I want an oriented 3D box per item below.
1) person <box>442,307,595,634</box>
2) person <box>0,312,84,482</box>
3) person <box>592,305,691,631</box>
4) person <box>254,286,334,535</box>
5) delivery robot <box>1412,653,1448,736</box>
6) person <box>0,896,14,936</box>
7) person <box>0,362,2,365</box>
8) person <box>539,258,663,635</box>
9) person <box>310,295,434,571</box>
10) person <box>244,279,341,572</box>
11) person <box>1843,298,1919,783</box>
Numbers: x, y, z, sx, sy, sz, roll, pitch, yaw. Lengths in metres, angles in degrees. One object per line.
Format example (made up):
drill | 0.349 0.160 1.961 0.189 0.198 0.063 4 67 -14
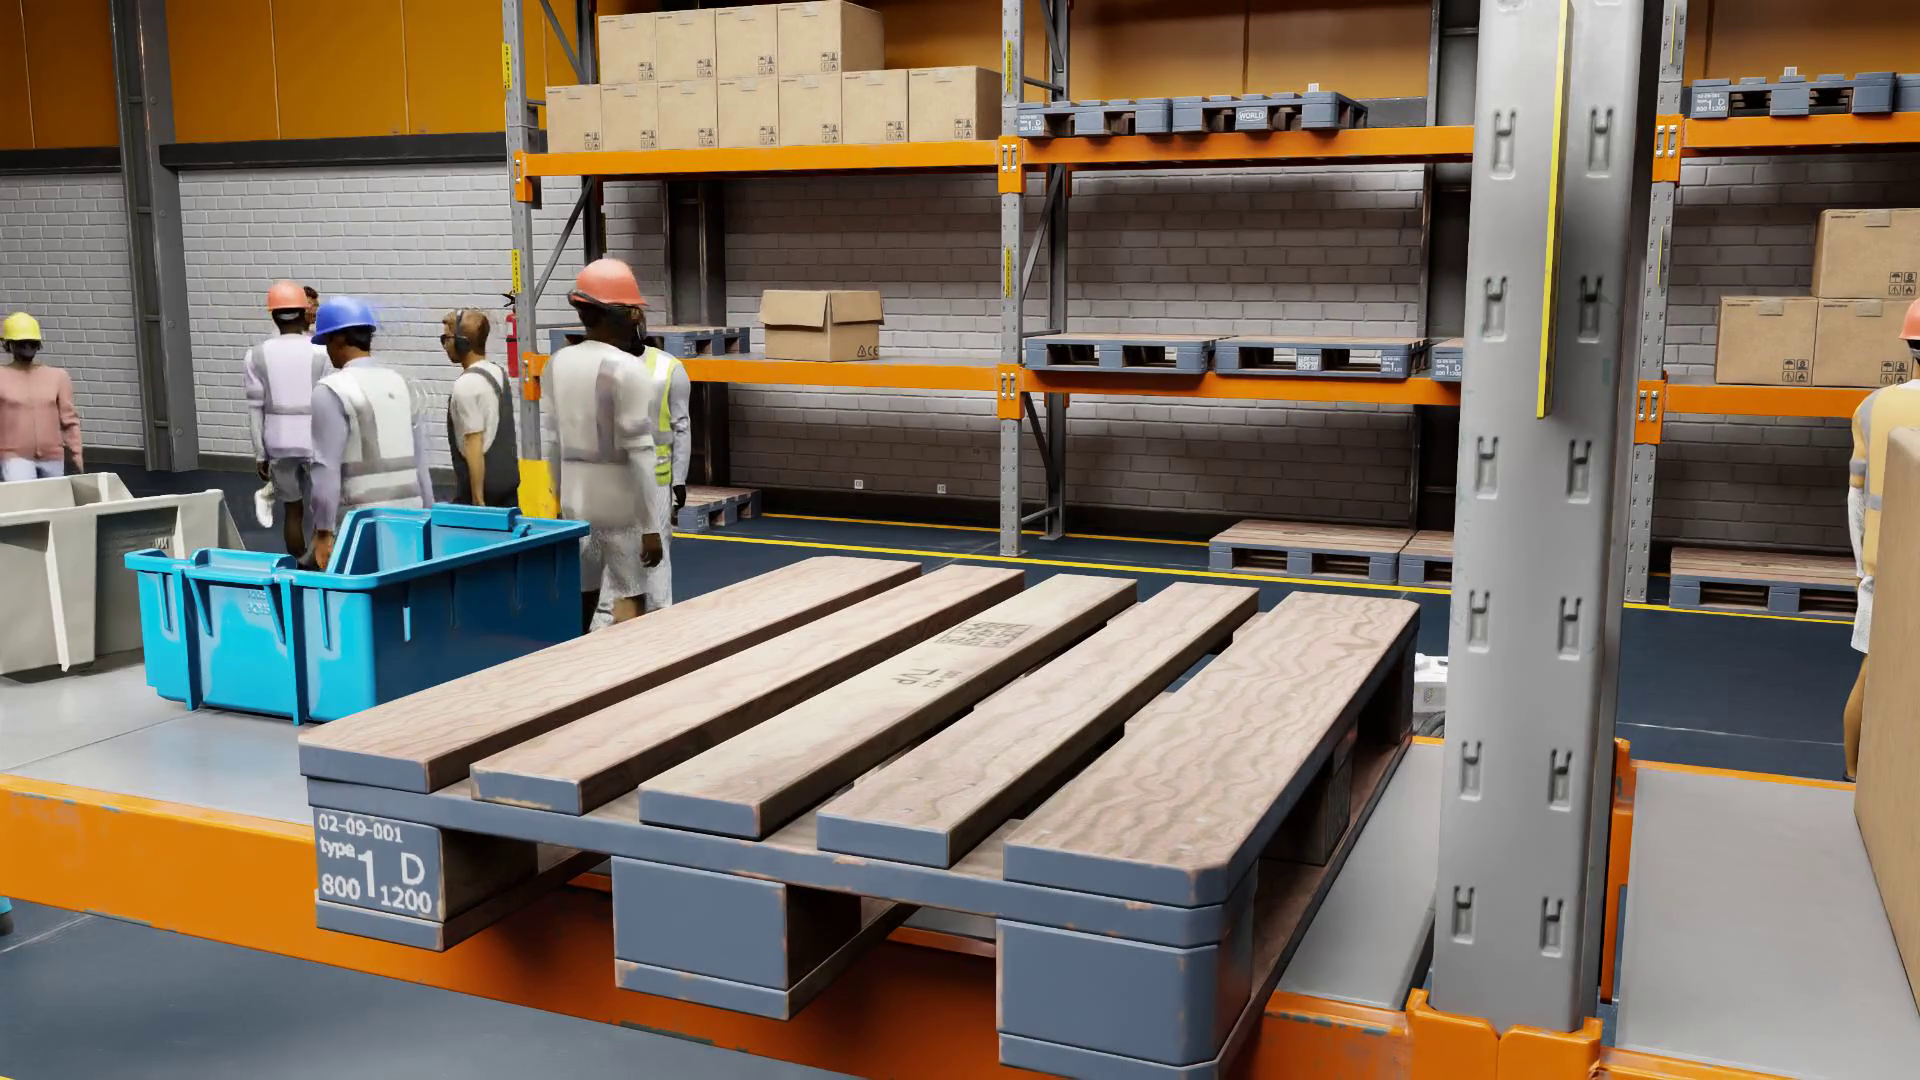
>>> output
person | -2.312 -0.258 8.327 0.930 1.815 0.510 2 10 11
person | -5.610 -0.510 10.030 0.827 1.735 0.531 8 13 41
person | -1.695 -0.313 8.544 0.623 1.844 0.430 1 9 3
person | -4.919 -0.950 12.335 0.664 1.853 0.539 3 10 18
delivery robot | 1.686 0.593 6.671 0.707 0.478 0.477 0 9 1
person | -2.937 0.319 4.744 0.389 1.847 0.567 -2 10 -13
person | -7.651 -1.011 12.730 0.636 1.840 0.429 -5 11 -26
person | -1.445 -0.134 6.872 0.611 2.041 0.392 7 12 37
person | -2.415 -0.089 7.094 0.912 1.904 0.640 3 10 15
person | -3.861 -0.550 9.703 0.565 1.922 0.640 -1 10 -8
person | 3.359 0.093 5.813 0.348 1.942 0.548 -3 10 -18
